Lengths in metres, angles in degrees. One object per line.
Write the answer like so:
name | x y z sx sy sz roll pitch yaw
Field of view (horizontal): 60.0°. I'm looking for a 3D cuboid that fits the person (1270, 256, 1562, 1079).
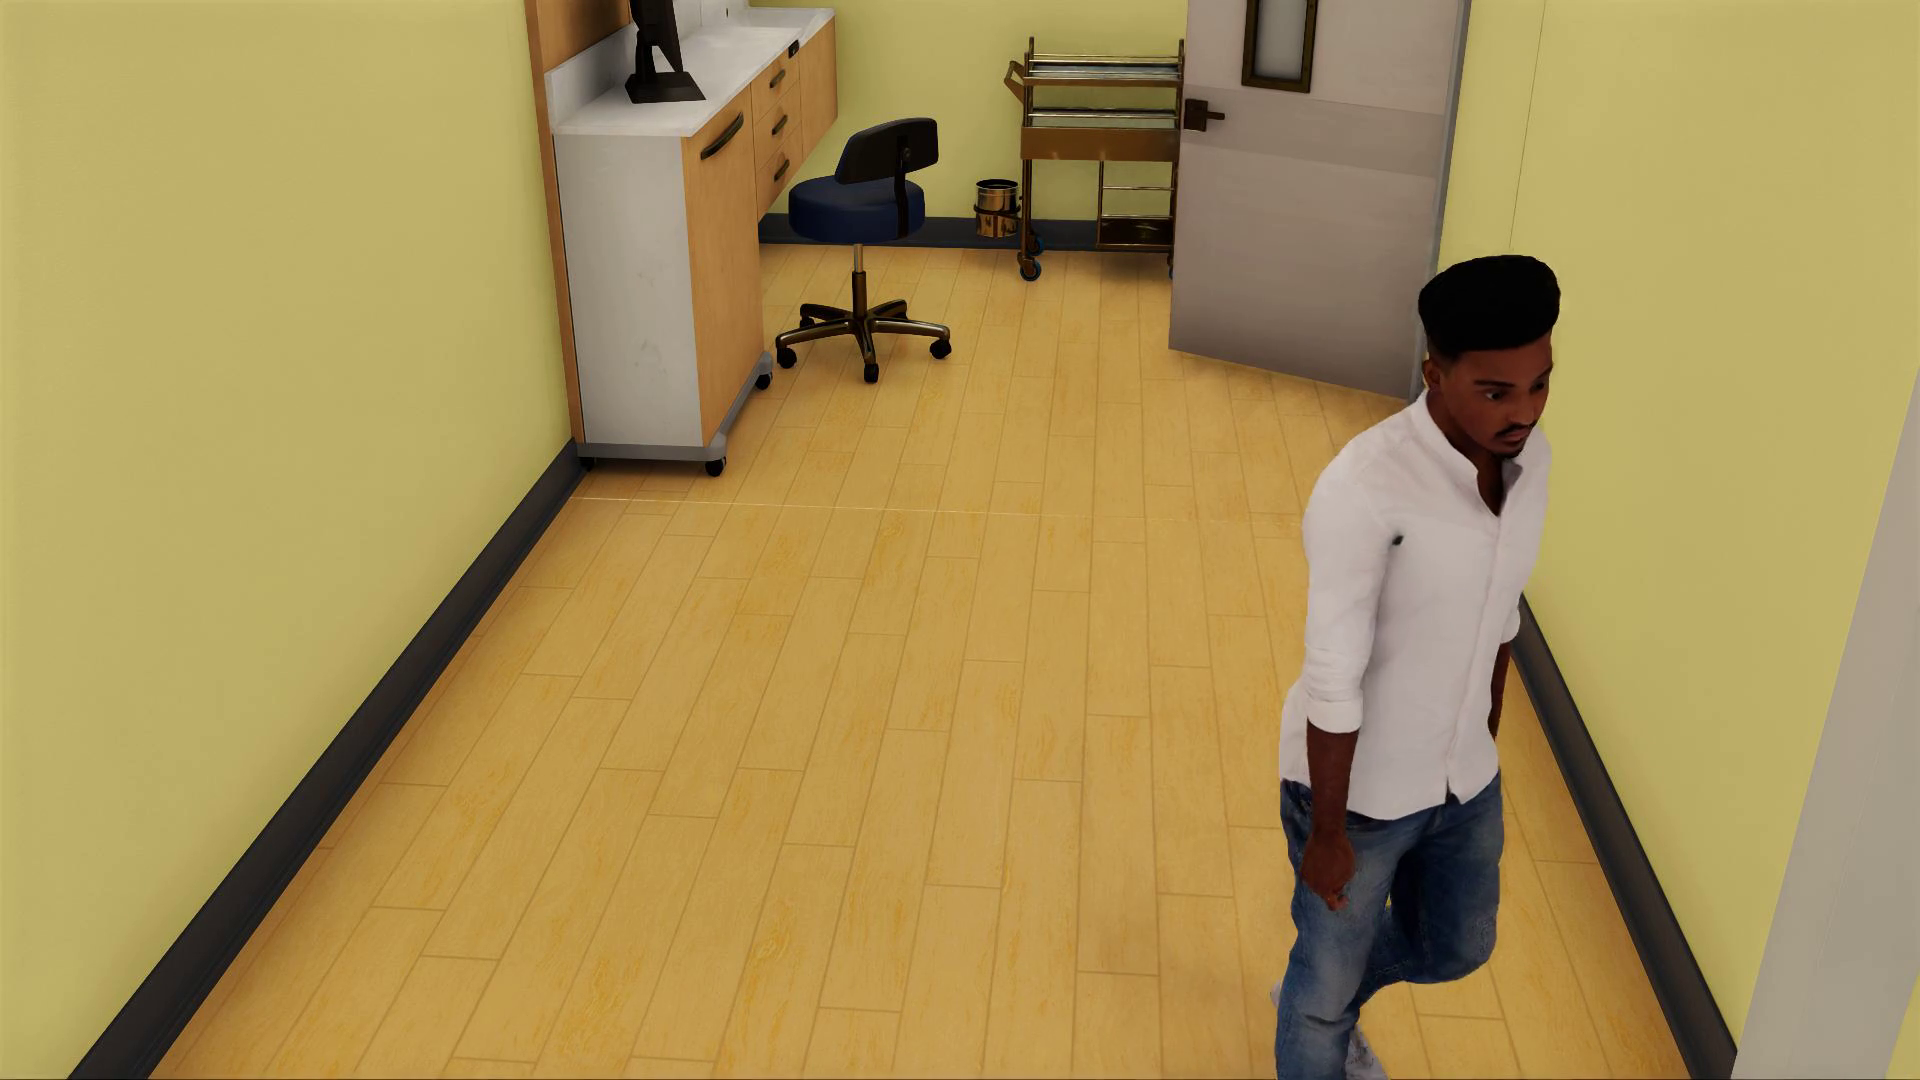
person | 0.703 0.348 2.856 0.839 1.786 0.904 -14 29 -27
